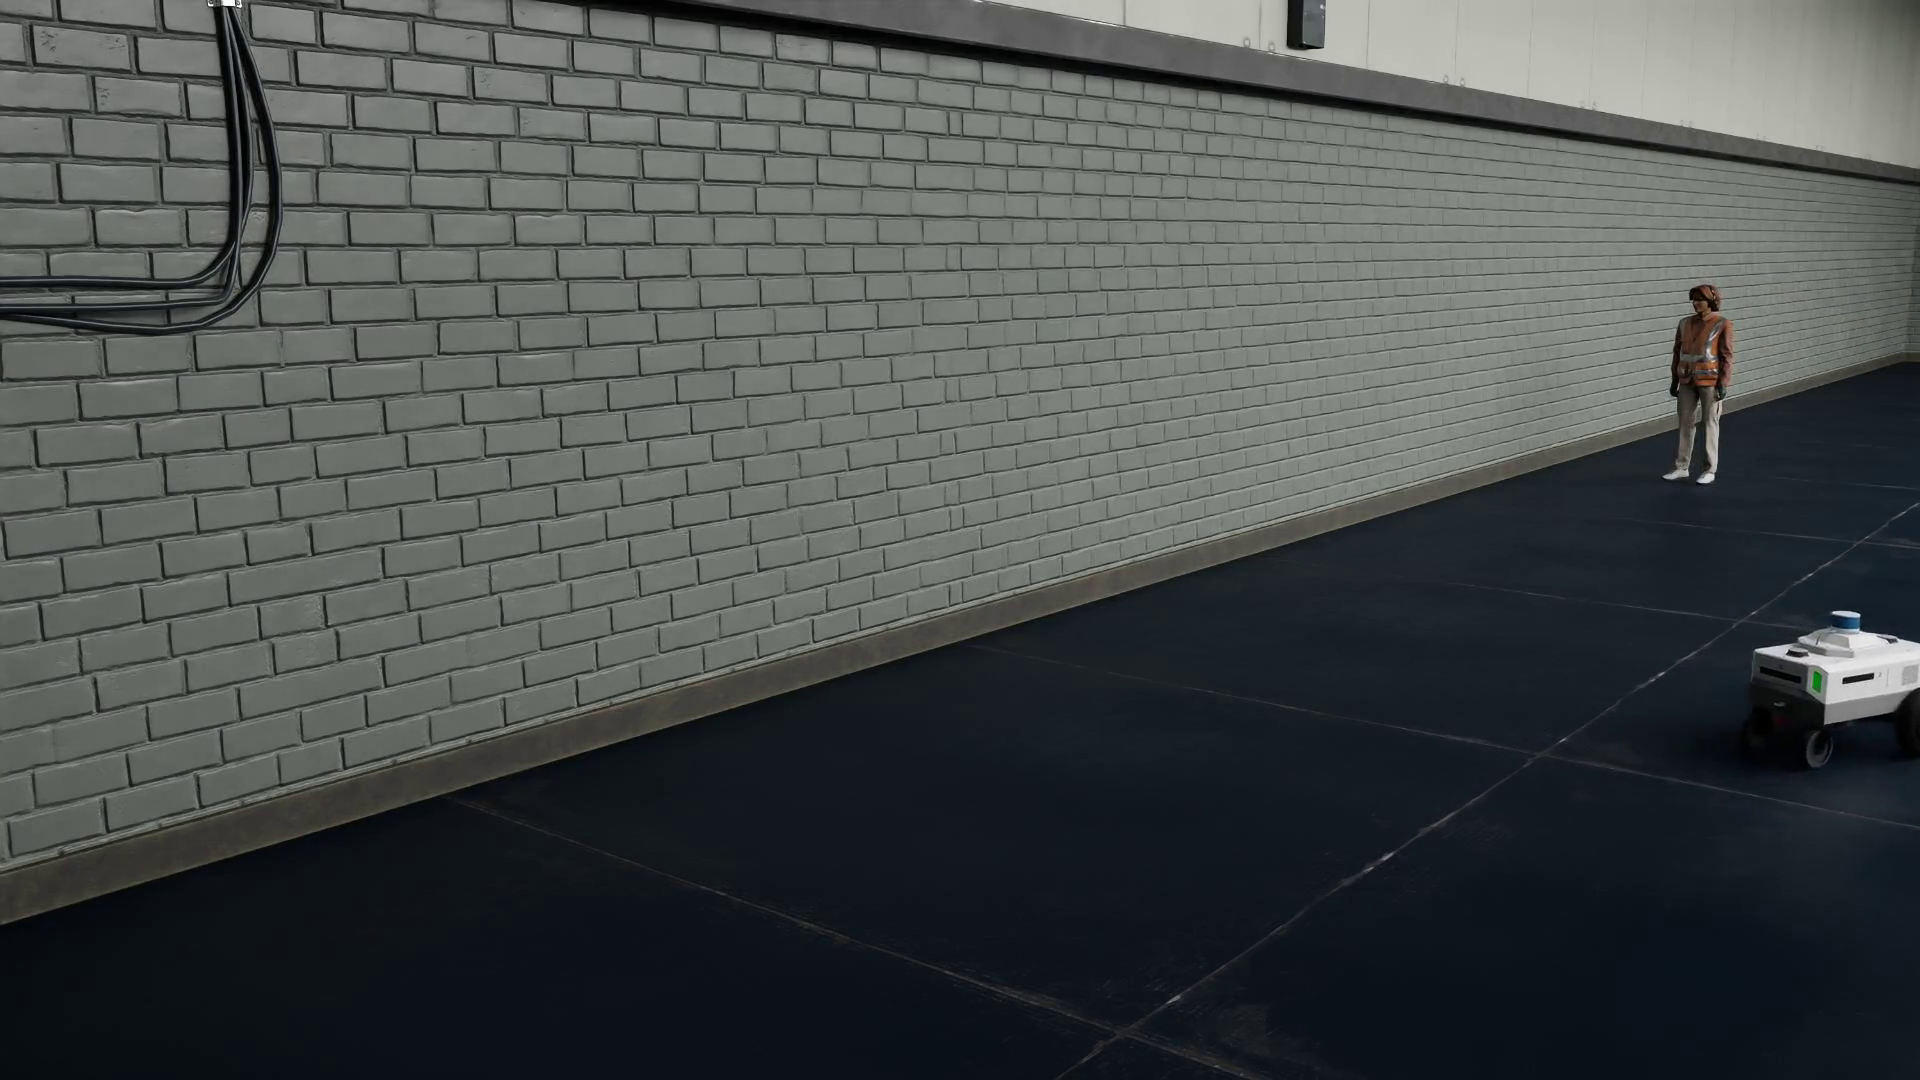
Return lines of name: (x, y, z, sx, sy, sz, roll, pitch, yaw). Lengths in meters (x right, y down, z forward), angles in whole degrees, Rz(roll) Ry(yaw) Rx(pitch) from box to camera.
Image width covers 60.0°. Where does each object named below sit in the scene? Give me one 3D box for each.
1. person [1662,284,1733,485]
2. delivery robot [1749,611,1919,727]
person: (6.112, -1.284, 13.741, 0.311, 1.639, 0.521, -6, 12, -31)
delivery robot: (3.485, 0.524, 6.583, 0.707, 0.478, 0.477, -5, 11, -25)
